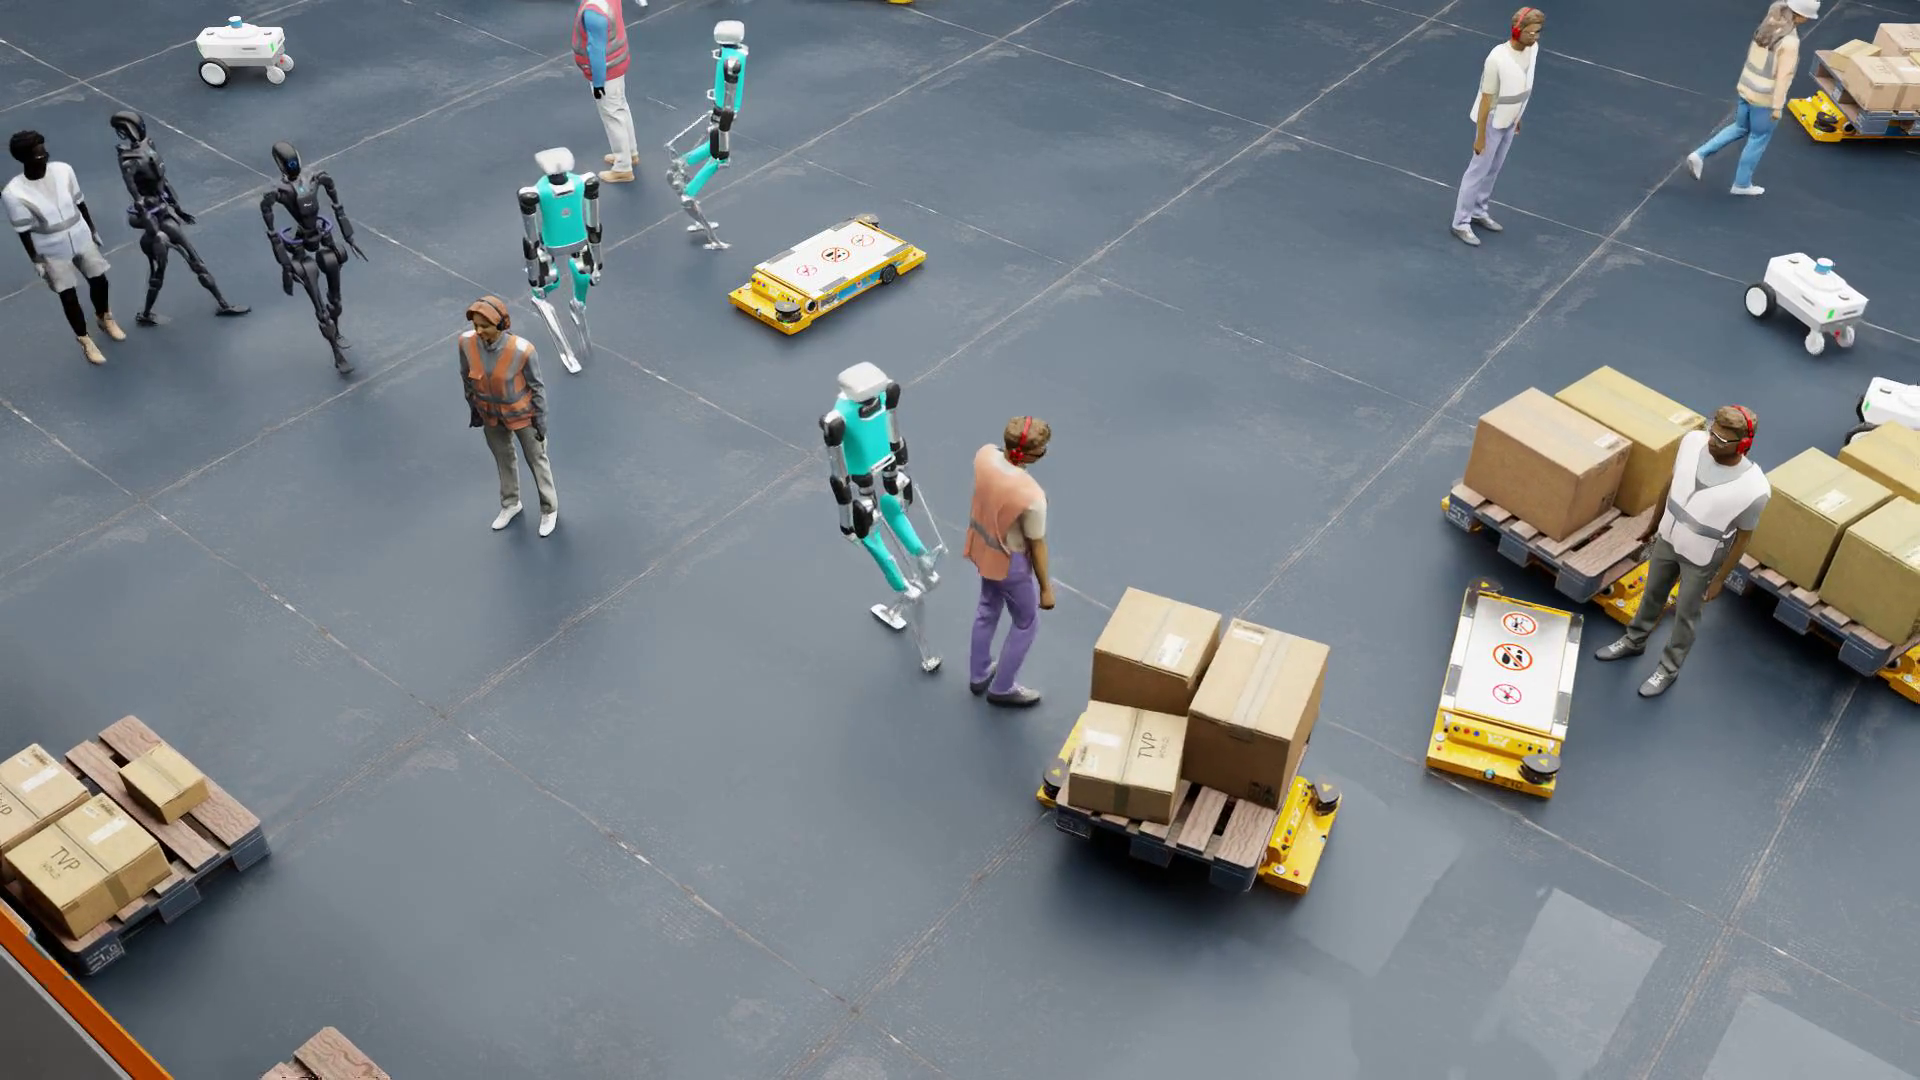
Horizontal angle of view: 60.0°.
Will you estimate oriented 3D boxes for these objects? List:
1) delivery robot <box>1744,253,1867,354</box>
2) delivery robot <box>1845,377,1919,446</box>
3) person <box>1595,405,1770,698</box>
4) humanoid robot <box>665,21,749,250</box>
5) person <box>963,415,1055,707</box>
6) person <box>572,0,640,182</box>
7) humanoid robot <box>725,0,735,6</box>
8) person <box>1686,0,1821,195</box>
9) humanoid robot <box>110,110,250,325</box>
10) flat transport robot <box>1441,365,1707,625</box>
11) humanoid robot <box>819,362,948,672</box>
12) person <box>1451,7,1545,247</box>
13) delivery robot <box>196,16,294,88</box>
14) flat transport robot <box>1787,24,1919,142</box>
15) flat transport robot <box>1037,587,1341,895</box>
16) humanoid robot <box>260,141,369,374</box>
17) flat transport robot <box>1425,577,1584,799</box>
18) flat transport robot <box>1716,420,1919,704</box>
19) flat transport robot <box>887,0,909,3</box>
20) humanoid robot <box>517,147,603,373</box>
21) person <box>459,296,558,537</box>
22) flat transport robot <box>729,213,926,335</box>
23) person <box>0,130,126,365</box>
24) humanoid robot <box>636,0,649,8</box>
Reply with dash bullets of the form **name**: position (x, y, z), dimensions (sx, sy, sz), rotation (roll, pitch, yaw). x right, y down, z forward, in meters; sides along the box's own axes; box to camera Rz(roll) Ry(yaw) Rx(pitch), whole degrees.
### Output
- **delivery robot**: position (6.082, -1.738, 11.916), dimensions (0.499, 0.614, 0.815), rotation (-12, 42, -14)
- **delivery robot**: position (6.187, -0.767, 10.752), dimensions (0.765, 0.585, 0.499), rotation (22, 45, 24)
- **person**: position (3.878, 0.044, 8.808), dimensions (0.388, 1.847, 0.564), rotation (-17, 43, -19)
- **humanoid robot**: position (-1.957, -3.010, 12.485), dimensions (0.842, 1.751, 0.554), rotation (-4, 41, -5)
- **person**: position (0.240, 0.124, 8.729), dimensions (0.413, 1.822, 0.651), rotation (-20, 44, -22)
- **person**: position (-2.857, -3.772, 13.314), dimensions (0.431, 1.836, 0.629), rotation (0, 40, -1)
- **humanoid robot**: position (-2.383, -6.000, 16.059), dimensions (0.755, 1.851, 0.530), rotation (-29, 48, -29)
- **person**: position (6.248, -3.514, 13.106), dimensions (0.578, 1.691, 0.544), rotation (-3, 40, -4)
- **humanoid robot**: position (-5.624, -2.239, 11.665), dimensions (0.791, 1.624, 0.601), rotation (-2, 40, -3)
- **flat transport robot**: position (3.708, -0.030, 10.113), dimensions (0.659, 0.231, 1.431), rotation (-27, 47, -28)
- **humanoid robot**: position (-0.293, -0.056, 9.071), dimensions (0.857, 1.854, 0.532), rotation (30, 49, 30)
- **person**: position (4.048, -3.141, 12.558), dimensions (0.568, 1.840, 0.372), rotation (-32, 50, -32)
- **delivery robot**: position (-6.520, -4.436, 15.091), dimensions (0.808, 0.614, 0.499), rotation (0, 40, 0)
- **flat transport robot**: position (8.025, -3.678, 14.405), dimensions (1.431, 0.231, 0.659), rotation (0, 40, 0)
- **flat transport robot**: position (1.178, 1.303, 8.546), dimensions (1.431, 0.231, 0.659), rotation (16, 43, 18)
- **humanoid robot**: position (-4.338, -1.948, 11.297), dimensions (0.643, 1.637, 0.601), rotation (33, 50, 32)
- **flat transport robot**: position (3.020, 0.779, 9.162), dimensions (0.659, 0.231, 1.431), rotation (14, 42, 16)
- **flat transport robot**: position (5.147, 0.362, 9.652), dimensions (0.659, 0.231, 1.431), rotation (-24, 46, -26)
- **flat transport robot**: position (-1.140, -5.676, 16.755), dimensions (1.431, 0.231, 0.659), rotation (9, 41, 10)
- **humanoid robot**: position (-2.698, -1.842, 11.189), dimensions (0.545, 1.876, 0.763), rotation (-22, 45, -24)
- **person**: position (-2.677, -0.735, 9.881), dimensions (0.513, 1.641, 0.309), rotation (10, 41, 11)
- **flat transport robot**: position (-0.979, -2.005, 12.437), dimensions (0.659, 0.231, 1.431), rotation (31, 49, 31)
- **person**: position (-6.115, -2.006, 11.338), dimensions (0.364, 1.695, 0.545), rotation (26, 47, 27)
- **humanoid robot**: position (-3.222, -6.049, 16.059), dimensions (0.537, 1.741, 0.953), rotation (-20, 44, -22)
